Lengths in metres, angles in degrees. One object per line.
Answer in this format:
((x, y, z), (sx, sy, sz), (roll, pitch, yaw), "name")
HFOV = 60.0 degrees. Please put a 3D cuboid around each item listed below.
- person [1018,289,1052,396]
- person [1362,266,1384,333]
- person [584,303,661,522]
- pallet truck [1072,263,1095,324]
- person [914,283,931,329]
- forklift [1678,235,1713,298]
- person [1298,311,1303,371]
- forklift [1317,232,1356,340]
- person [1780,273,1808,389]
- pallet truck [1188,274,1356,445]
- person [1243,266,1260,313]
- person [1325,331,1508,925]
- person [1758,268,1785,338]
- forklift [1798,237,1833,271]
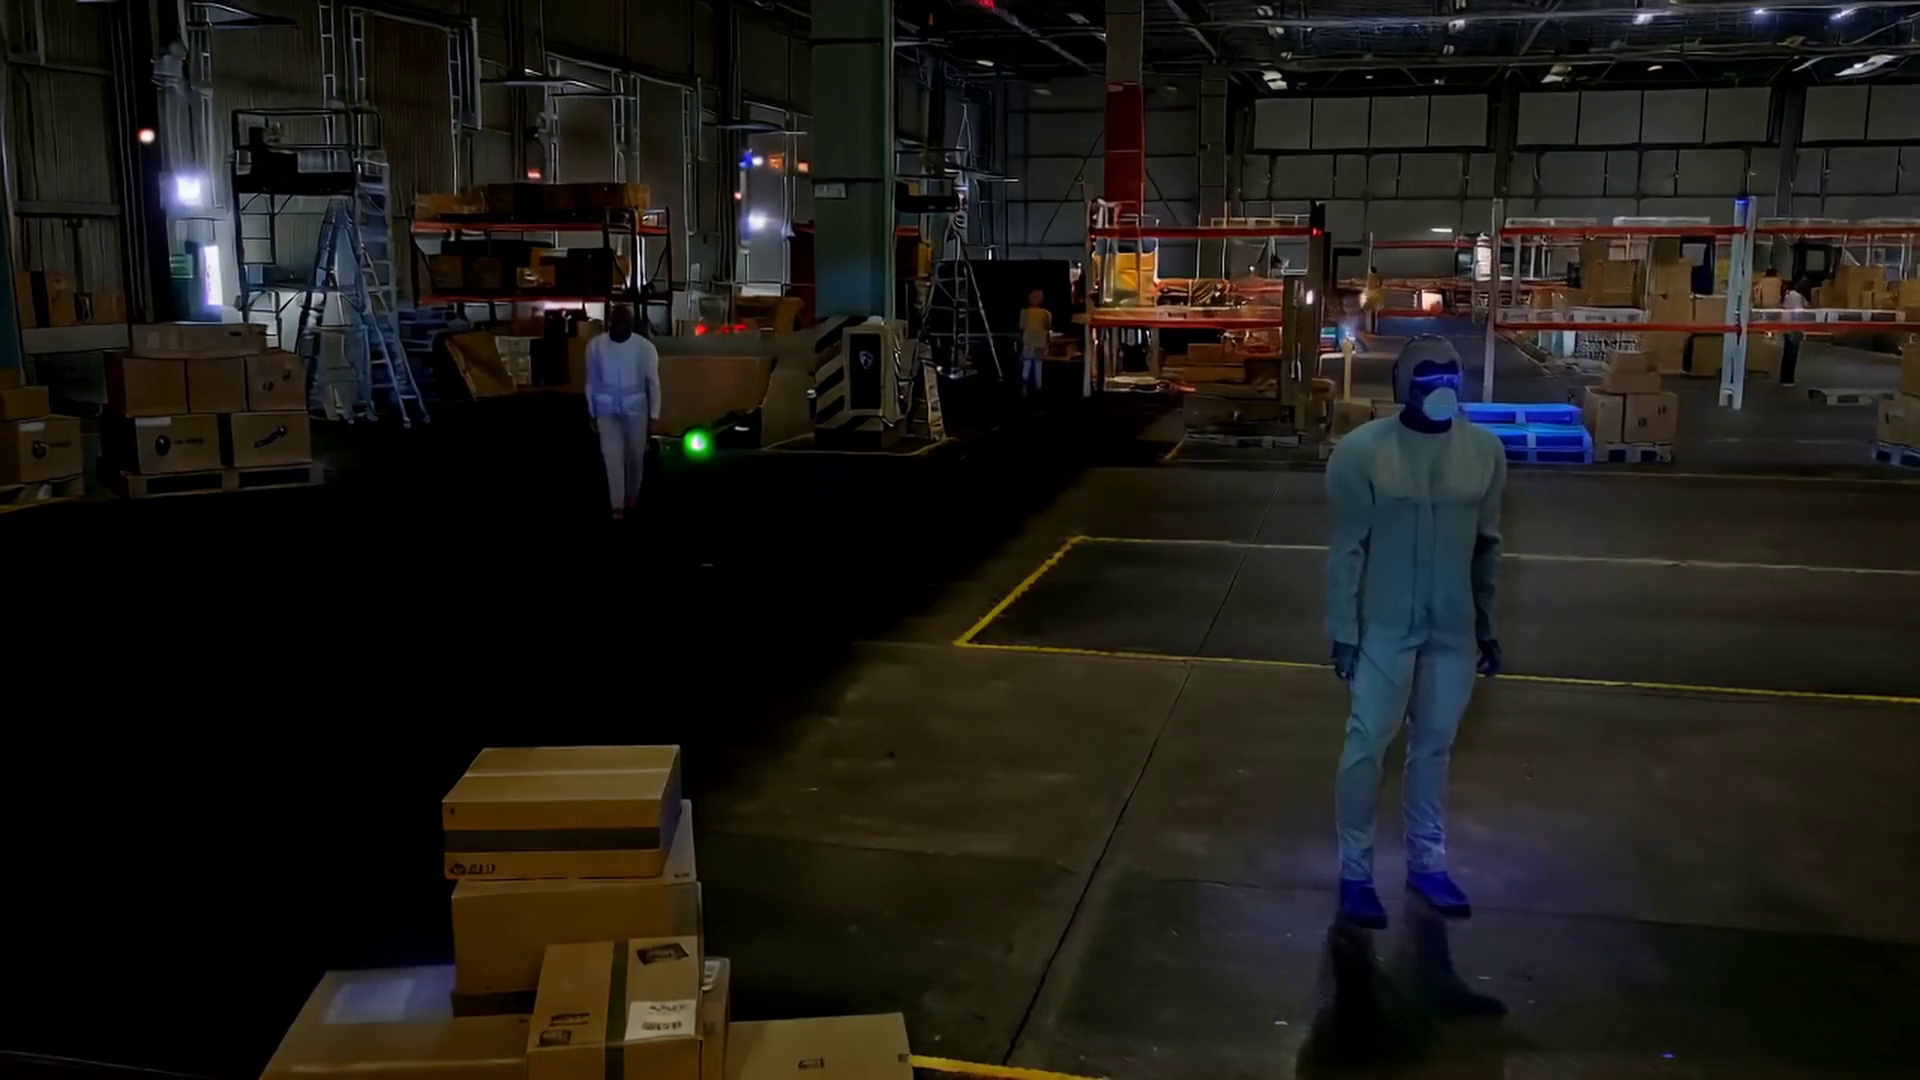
((1.168, -3.093, 26.133), (0.536, 1.685, 0.454), (3, 10, 16), "person")
((11.908, -6.918, 47.941), (0.597, 1.918, 0.433), (3, 10, 16), "person")
((-2.832, -1.090, 14.008), (0.622, 1.814, 0.872), (-2, 10, -9), "person")
((4.325, -8.180, 55.162), (0.823, 1.965, 1.885), (6, 11, 31), "pallet truck")
((-1.117, -7.379, 50.656), (0.544, 1.930, 0.388), (-5, 11, -28), "person")
((21.434, -7.519, 48.676), (1.129, 2.768, 1.873), (5, 11, 29), "forklift")
((6.714, -4.127, 32.064), (0.484, 1.739, 0.319), (-8, 13, -40), "person")
((9.533, -6.682, 43.748), (1.873, 2.768, 1.129), (2, 10, 14), "forklift")
((13.894, -3.475, 27.694), (0.393, 1.920, 0.591), (9, 13, 43), "person")
((3.653, -2.138, 19.590), (1.885, 1.965, 0.823), (-4, 10, -20), "pallet truck")
((9.448, -7.870, 53.668), (1.001, 1.904, 0.644), (7, 12, 35), "person")
((1.497, 0.290, 5.467), (0.628, 1.940, 0.373), (-2, 10, -14), "person")
((21.854, -6.387, 44.835), (0.633, 1.922, 0.640), (4, 10, 23), "person")
((27.416, -8.330, 53.452), (1.129, 2.768, 1.873), (8, 12, 39), "forklift")
